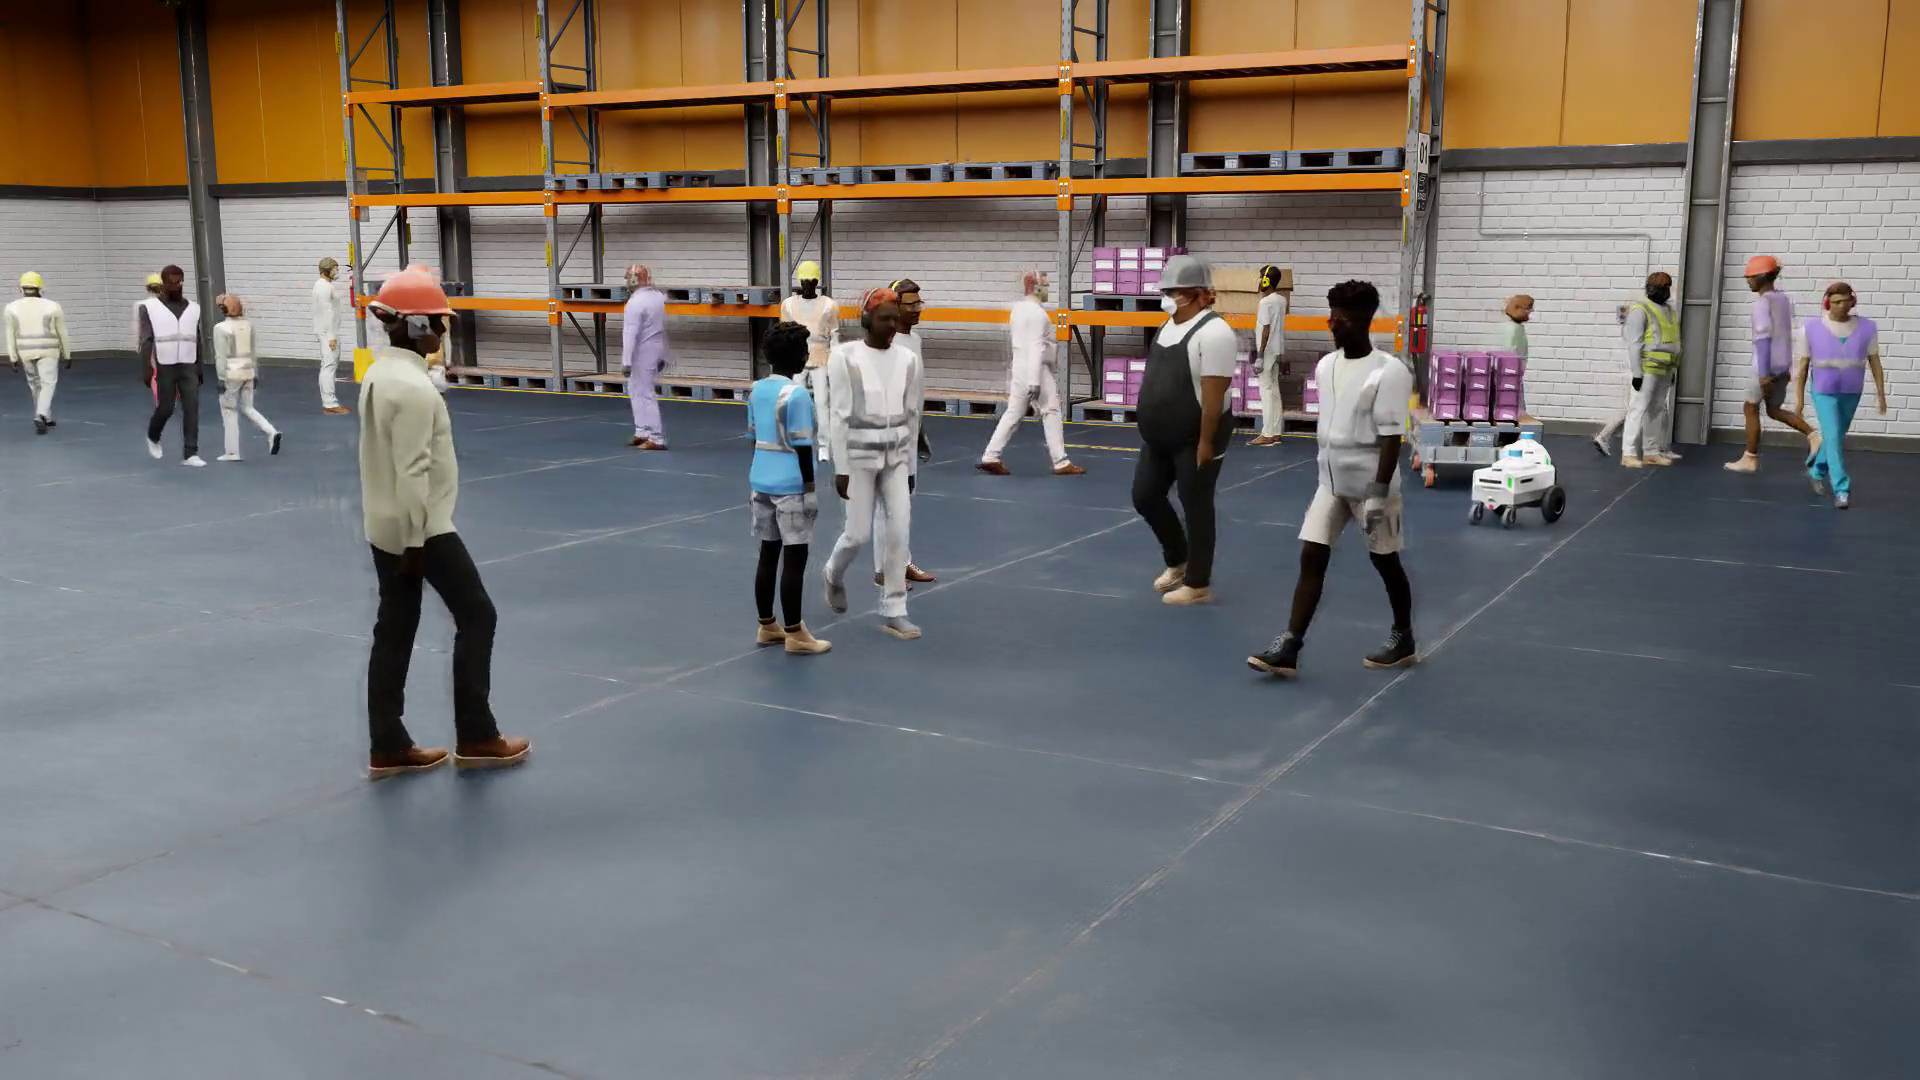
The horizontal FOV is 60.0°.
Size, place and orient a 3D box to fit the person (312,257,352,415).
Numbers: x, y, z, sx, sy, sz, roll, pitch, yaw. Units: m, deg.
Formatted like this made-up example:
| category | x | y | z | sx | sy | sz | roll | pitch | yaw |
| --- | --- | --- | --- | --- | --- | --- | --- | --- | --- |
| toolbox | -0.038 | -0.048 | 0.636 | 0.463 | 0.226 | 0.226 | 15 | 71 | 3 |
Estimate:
| category | x | y | z | sx | sy | sz | roll | pitch | yaw |
| --- | --- | --- | --- | --- | --- | --- | --- | --- | --- |
| person | -7.758 | -2.506 | 20.482 | 0.372 | 1.938 | 0.627 | -5 | 11 | -24 |

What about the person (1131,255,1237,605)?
| category | x | y | z | sx | sy | sz | roll | pitch | yaw |
| --- | --- | --- | --- | --- | --- | --- | --- | --- | --- |
| person | 1.277 | -0.632 | 9.575 | 0.537 | 2.000 | 0.687 | -6 | 11 | -29 |

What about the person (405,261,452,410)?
| category | x | y | z | sx | sy | sz | roll | pitch | yaw |
| --- | --- | --- | --- | --- | --- | --- | --- | --- | --- |
| person | -5.328 | -1.807 | 16.570 | 0.555 | 1.923 | 0.724 | -6 | 12 | -31 |

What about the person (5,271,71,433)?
| category | x | y | z | sx | sy | sz | roll | pitch | yaw |
| --- | --- | --- | --- | --- | --- | --- | --- | --- | --- |
| person | -10.266 | -2.088 | 18.518 | 0.593 | 1.804 | 0.883 | -2 | 10 | -12 |

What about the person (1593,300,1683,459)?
| category | x | y | z | sx | sy | sz | roll | pitch | yaw |
| --- | --- | --- | --- | --- | --- | --- | --- | --- | --- |
| person | 6.637 | -1.582 | 16.195 | 0.821 | 1.601 | 0.524 | -1 | 10 | -3 |

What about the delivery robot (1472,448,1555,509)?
| category | x | y | z | sx | sy | sz | roll | pitch | yaw |
| --- | --- | --- | --- | --- | --- | --- | --- | --- | --- |
| delivery robot | 4.142 | -0.443 | 12.442 | 0.707 | 0.478 | 0.477 | -9 | 14 | -42 |

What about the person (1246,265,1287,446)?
| category | x | y | z | sx | sy | sz | roll | pitch | yaw |
| --- | --- | --- | --- | --- | --- | --- | --- | --- | --- |
| person | 3.203 | -1.915 | 17.323 | 0.318 | 1.870 | 0.531 | 7 | 12 | 34 |

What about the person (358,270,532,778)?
| category | x | y | z | sx | sy | sz | roll | pitch | yaw |
| --- | --- | --- | --- | --- | --- | --- | --- | --- | --- |
| person | -2.040 | -0.063 | 6.538 | 0.756 | 1.966 | 0.620 | -8 | 13 | -40 |

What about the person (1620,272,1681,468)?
| category | x | y | z | sx | sy | sz | roll | pitch | yaw |
| --- | --- | --- | --- | --- | --- | --- | --- | --- | --- |
| person | 6.507 | -1.591 | 15.604 | 0.648 | 1.834 | 0.429 | -7 | 12 | -35 |

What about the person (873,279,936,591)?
| category | x | y | z | sx | sy | sz | roll | pitch | yaw |
| --- | --- | --- | --- | --- | --- | --- | --- | --- | --- |
| person | -0.342 | -0.641 | 10.102 | 0.328 | 1.873 | 0.520 | 5 | 11 | 28 |

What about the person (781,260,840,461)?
| category | x | y | z | sx | sy | sz | roll | pitch | yaw |
| --- | --- | --- | --- | --- | --- | --- | --- | --- | --- |
| person | -1.452 | -1.720 | 16.051 | 0.587 | 1.930 | 0.360 | 1 | 10 | 6 |

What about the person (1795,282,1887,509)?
| category | x | y | z | sx | sy | sz | roll | pitch | yaw |
| --- | --- | --- | --- | --- | --- | --- | --- | --- | --- |
| person | 7.090 | -1.190 | 13.462 | 0.652 | 1.794 | 0.941 | 2 | 10 | 12 |

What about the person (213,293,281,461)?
| category | x | y | z | sx | sy | sz | roll | pitch | yaw |
| --- | --- | --- | --- | --- | --- | --- | --- | --- | --- |
| person | -6.901 | -1.551 | 15.970 | 0.550 | 1.624 | 0.523 | 3 | 10 | 16 |

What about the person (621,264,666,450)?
| category | x | y | z | sx | sy | sz | roll | pitch | yaw |
| --- | --- | --- | --- | --- | --- | --- | --- | --- | --- |
| person | -3.291 | -1.853 | 16.920 | 0.659 | 1.885 | 0.684 | 2 | 10 | 12 |

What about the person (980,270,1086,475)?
| category | x | y | z | sx | sy | sz | roll | pitch | yaw |
| --- | --- | --- | --- | --- | --- | --- | --- | --- | --- |
| person | 0.633 | -1.496 | 14.988 | 0.971 | 1.866 | 0.654 | -3 | 11 | -18 |

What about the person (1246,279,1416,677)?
| category | x | y | z | sx | sy | sz | roll | pitch | yaw |
| --- | --- | --- | --- | --- | --- | --- | --- | --- | --- |
| person | 1.865 | -0.283 | 7.959 | 0.995 | 1.911 | 0.625 | -6 | 12 | -30 |

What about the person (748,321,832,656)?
| category | x | y | z | sx | sy | sz | roll | pitch | yaw |
| --- | --- | --- | --- | --- | --- | --- | --- | --- | --- |
| person | -0.890 | -0.259 | 8.460 | 0.318 | 1.696 | 0.569 | -7 | 12 | -35 |

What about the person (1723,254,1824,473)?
| category | x | y | z | sx | sy | sz | roll | pitch | yaw |
| --- | --- | --- | --- | --- | --- | --- | --- | --- | --- |
| person | 7.424 | -1.571 | 15.001 | 0.642 | 2.004 | 0.826 | -9 | 14 | -43 |

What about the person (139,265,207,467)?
| category | x | y | z | sx | sy | sz | roll | pitch | yaw |
| --- | --- | --- | --- | --- | --- | --- | --- | --- | --- |
| person | -7.457 | -1.645 | 15.728 | 0.738 | 1.891 | 0.621 | 8 | 13 | 38 |

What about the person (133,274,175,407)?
| category | x | y | z | sx | sy | sz | roll | pitch | yaw |
| --- | --- | --- | --- | --- | --- | --- | --- | --- | --- |
| person | -9.954 | -2.426 | 20.648 | 0.527 | 1.721 | 0.902 | -6 | 12 | -29 |

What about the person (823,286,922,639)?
| category | x | y | z | sx | sy | sz | roll | pitch | yaw |
| --- | --- | --- | --- | --- | --- | --- | --- | --- | --- |
| person | -0.478 | -0.423 | 8.888 | 0.571 | 1.863 | 0.689 | -6 | 12 | -32 |

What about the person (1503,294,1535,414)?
| category | x | y | z | sx | sy | sz | roll | pitch | yaw |
| --- | --- | --- | --- | --- | --- | --- | --- | --- | --- |
| person | 5.227 | -1.528 | 15.834 | 0.440 | 1.616 | 0.554 | 5 | 11 | 26 |

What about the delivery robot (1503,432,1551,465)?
| category | x | y | z | sx | sy | sz | roll | pitch | yaw |
| --- | --- | --- | --- | --- | --- | --- | --- | --- | --- |
| delivery robot | 4.608 | -0.636 | 13.538 | 0.477 | 0.478 | 0.707 | 3 | 10 | 15 |
